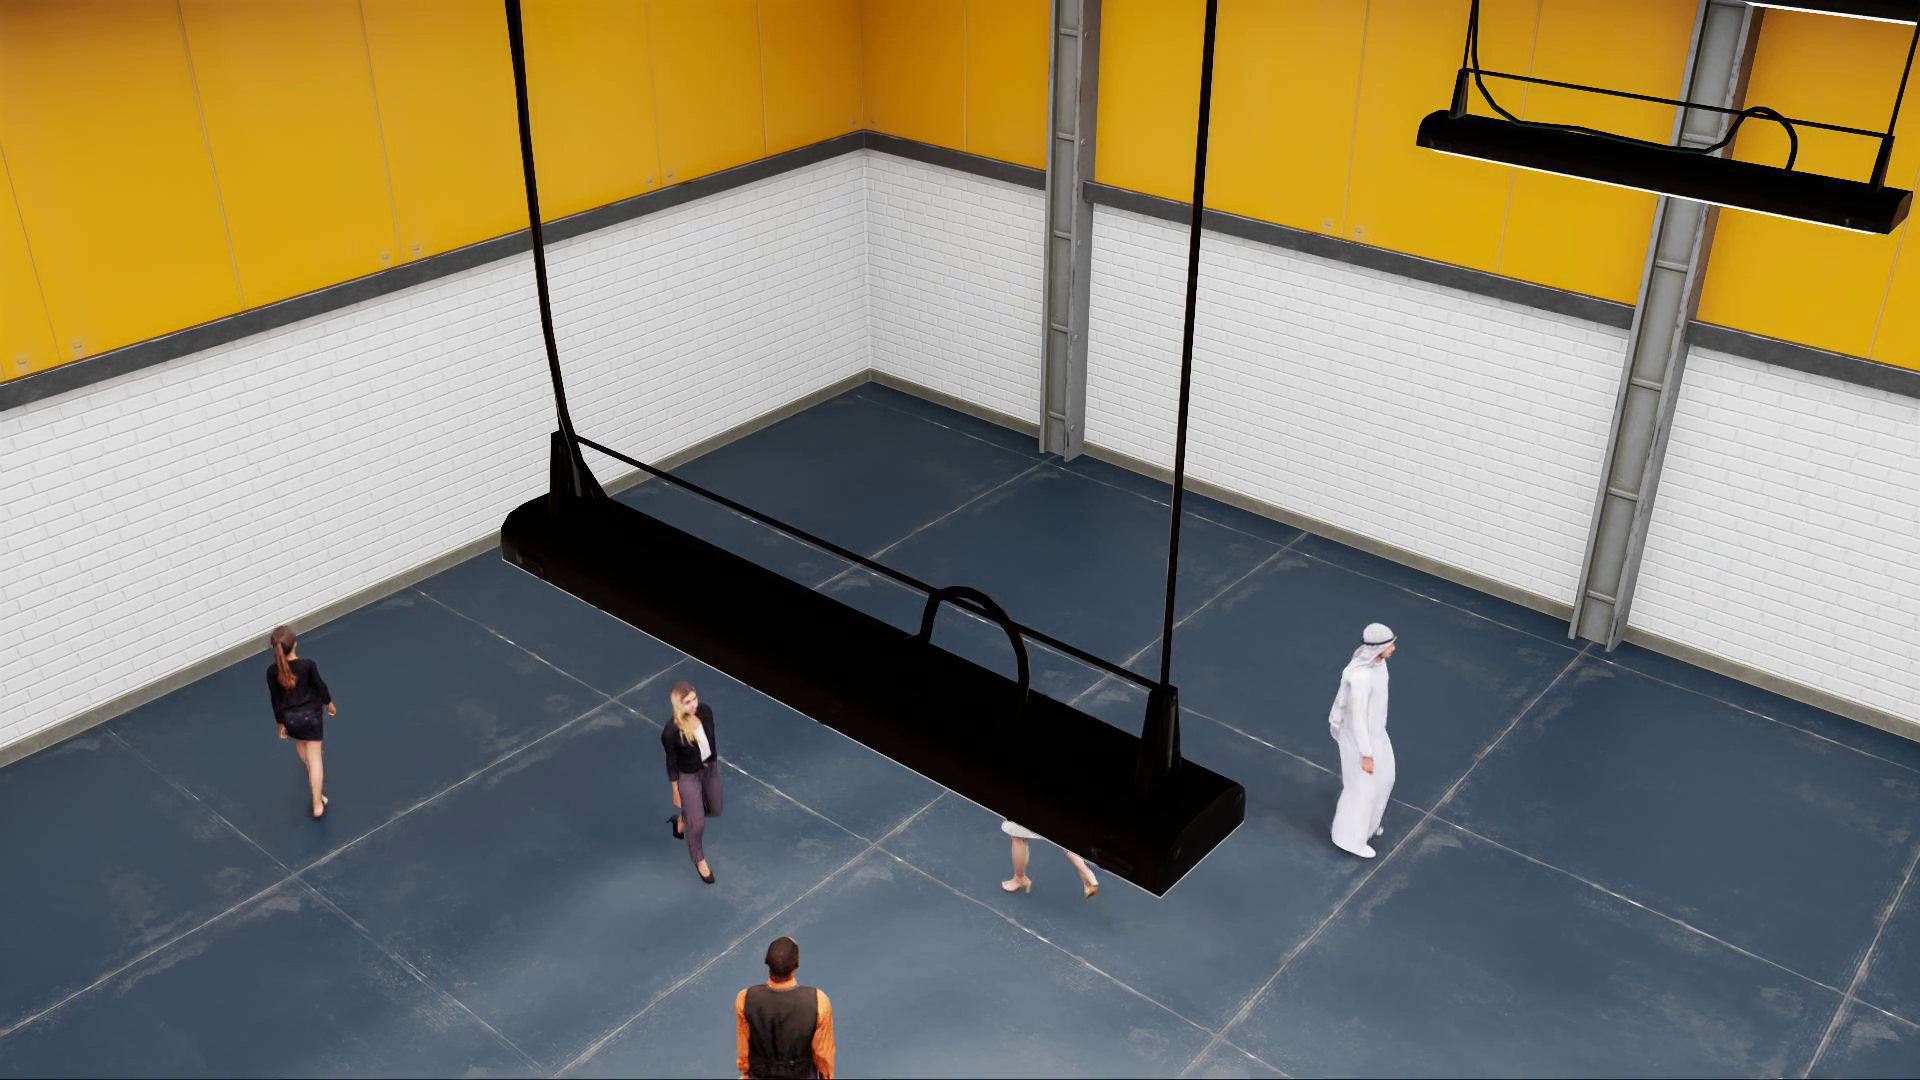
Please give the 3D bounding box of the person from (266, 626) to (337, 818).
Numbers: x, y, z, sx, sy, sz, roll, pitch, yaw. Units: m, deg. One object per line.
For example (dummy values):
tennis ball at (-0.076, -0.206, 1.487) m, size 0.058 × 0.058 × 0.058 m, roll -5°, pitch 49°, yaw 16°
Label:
person at (-4.926, 1.373, 12.438) m, size 0.924 × 1.526 × 1.028 m, roll -5°, pitch 29°, yaw -9°

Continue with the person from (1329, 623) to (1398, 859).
person at (2.842, 1.397, 11.982) m, size 0.808 × 1.920 × 0.813 m, roll 13°, pitch 31°, yaw 23°

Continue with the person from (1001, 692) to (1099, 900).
person at (0.600, 1.803, 11.410) m, size 1.037 × 1.755 × 0.741 m, roll 15°, pitch 32°, yaw 26°

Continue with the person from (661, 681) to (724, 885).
person at (-1.926, 1.674, 11.751) m, size 0.767 × 1.656 × 0.608 m, roll 20°, pitch 35°, yaw 33°

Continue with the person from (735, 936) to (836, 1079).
person at (-0.967, 2.995, 9.079) m, size 0.961 × 1.895 × 1.010 m, roll 0°, pitch 29°, yaw 0°
